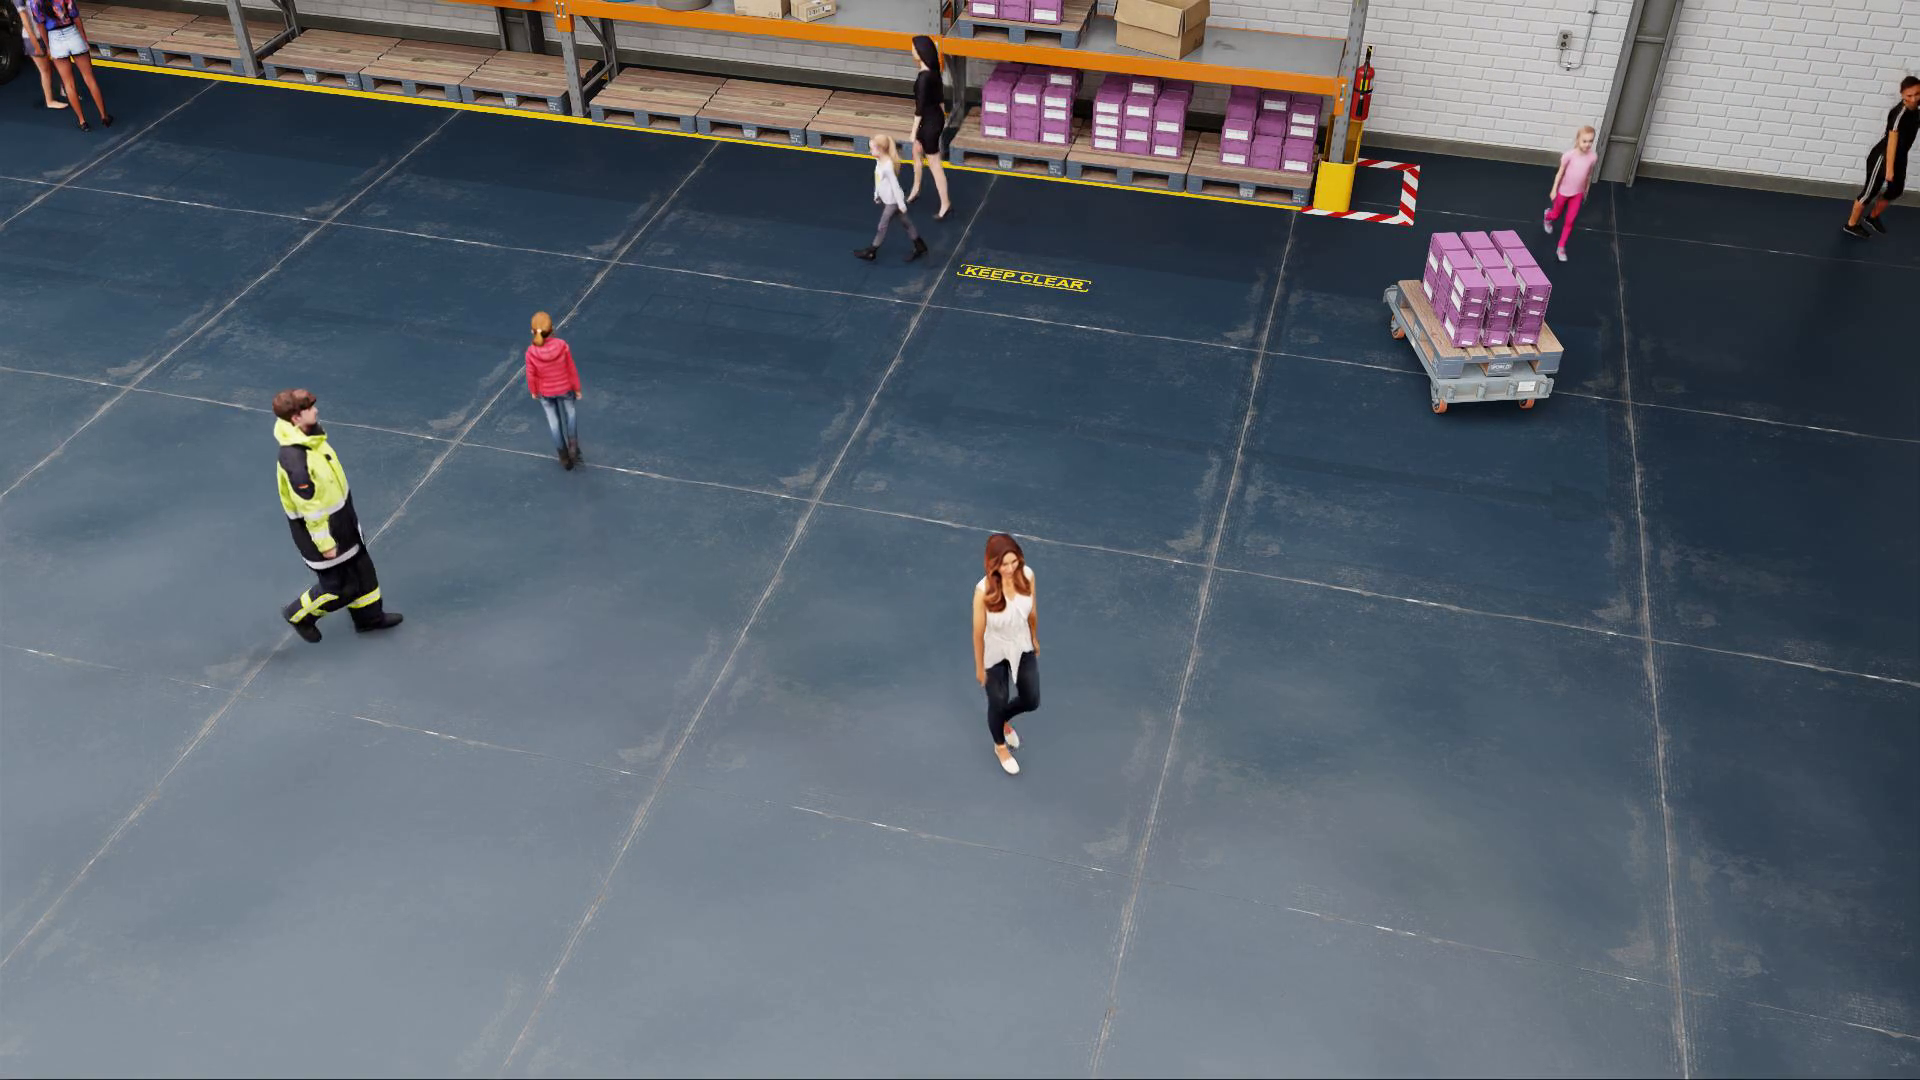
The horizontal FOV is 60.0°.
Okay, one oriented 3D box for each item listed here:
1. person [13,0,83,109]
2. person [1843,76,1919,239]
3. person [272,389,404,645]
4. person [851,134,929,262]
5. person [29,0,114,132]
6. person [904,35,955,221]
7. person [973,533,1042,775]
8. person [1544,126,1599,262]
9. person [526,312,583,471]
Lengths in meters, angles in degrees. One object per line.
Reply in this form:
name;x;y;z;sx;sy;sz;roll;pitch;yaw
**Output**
person;-9.778;-5.331;17.590;0.659;1.604;0.622;0;39;1
person;8.529;-3.530;15.310;0.822;1.634;0.779;29;47;31
person;-4.182;-0.109;10.762;1.107;1.964;0.989;-6;39;-7
person;-0.538;-3.070;15.054;0.996;1.234;0.760;-9;40;-12
person;-9.222;-5.094;17.181;0.658;1.743;0.725;-18;42;-21
person;-0.191;-3.812;15.543;0.787;1.784;0.621;11;40;13
person;0.234;0.629;9.985;0.748;1.780;0.808;-20;43;-23
person;5.582;-3.223;15.234;0.802;1.249;0.660;1;39;1
person;-3.032;-1.087;12.511;0.594;1.309;0.680;-11;40;-14
